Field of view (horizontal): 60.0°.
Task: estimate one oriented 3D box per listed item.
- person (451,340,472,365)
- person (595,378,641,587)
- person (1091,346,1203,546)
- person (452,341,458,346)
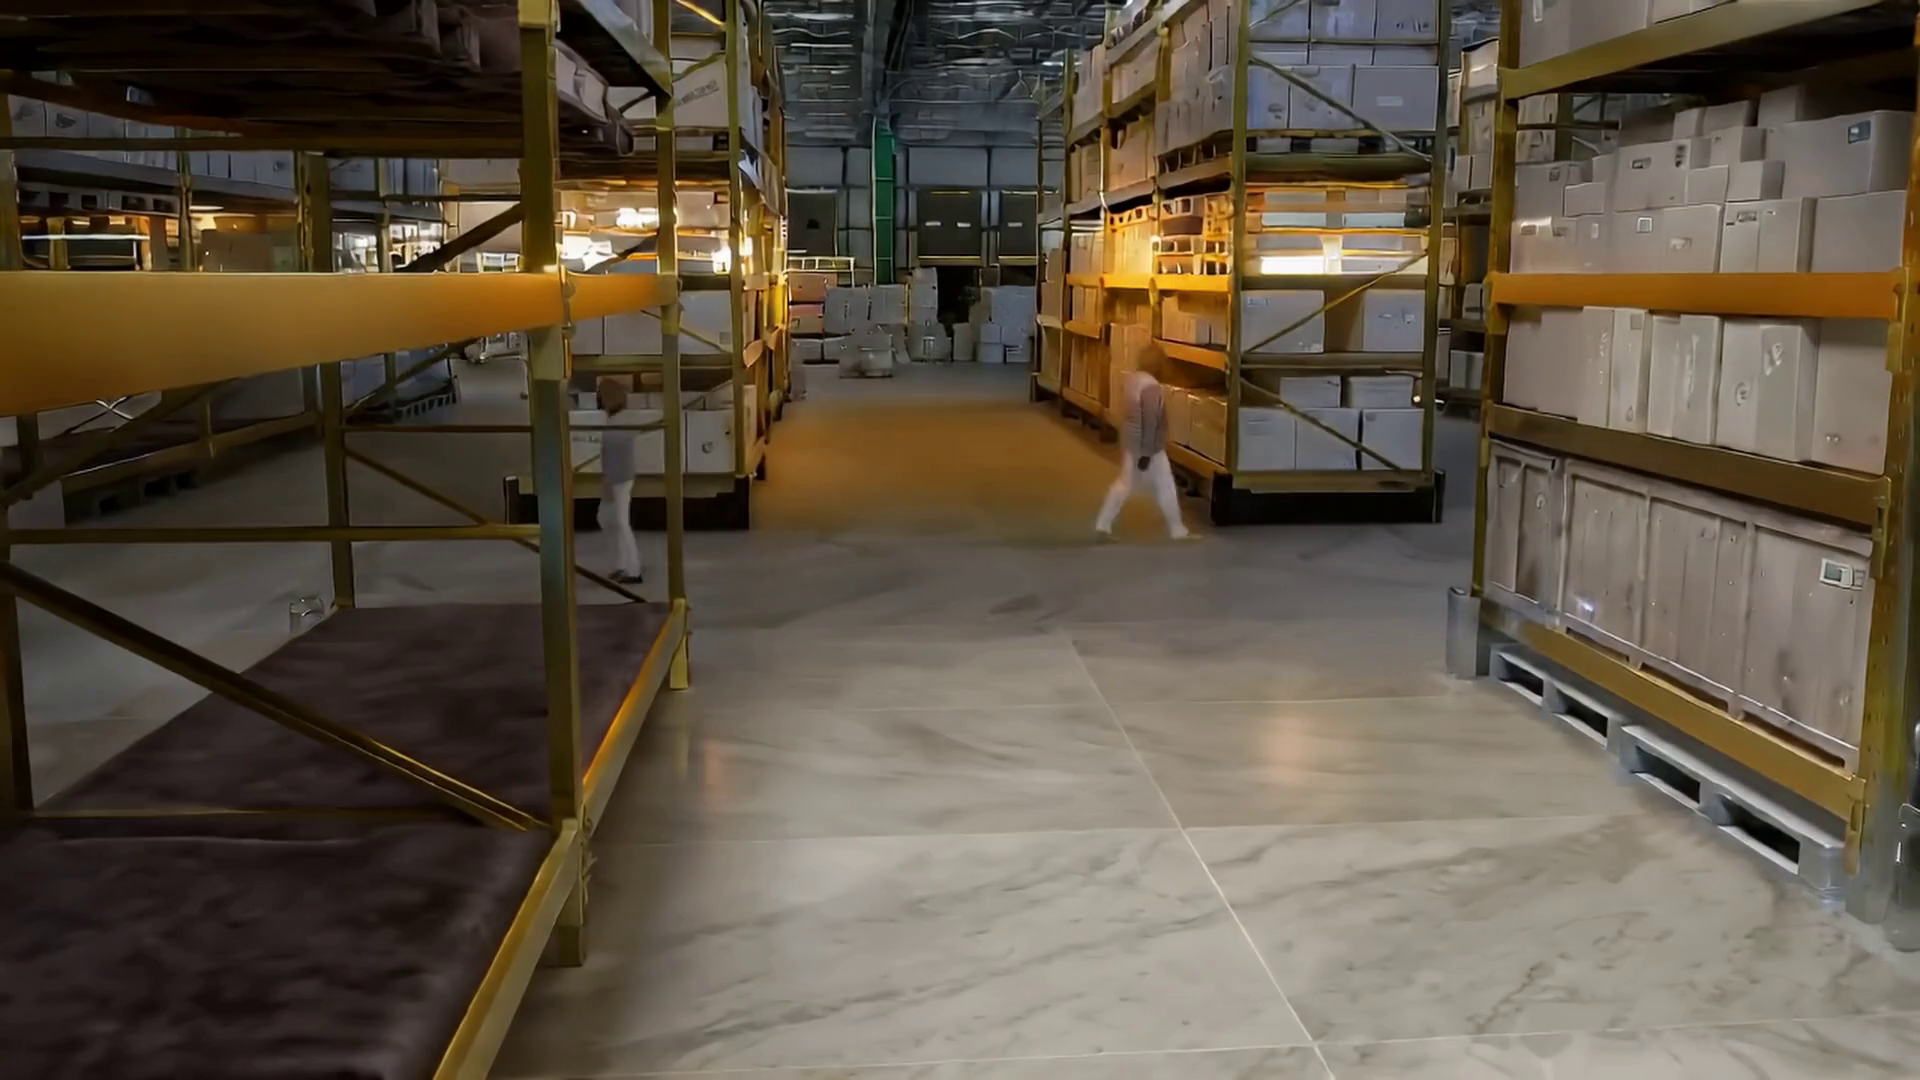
[{"bbox_3d":[-13.402,-5.698,44.536,0.609,2.000,0.697,1,9,6],"label":"person"},{"bbox_3d":[-2.663,-0.438,12.812,0.440,1.614,0.529,0,9,-1],"label":"person"},{"bbox_3d":[1.633,-0.822,14.725,0.974,1.797,0.637,-2,9,-12],"label":"person"},{"bbox_3d":[-16.963,-7.463,55.936,0.371,1.940,0.630,-5,10,-27],"label":"person"}]
